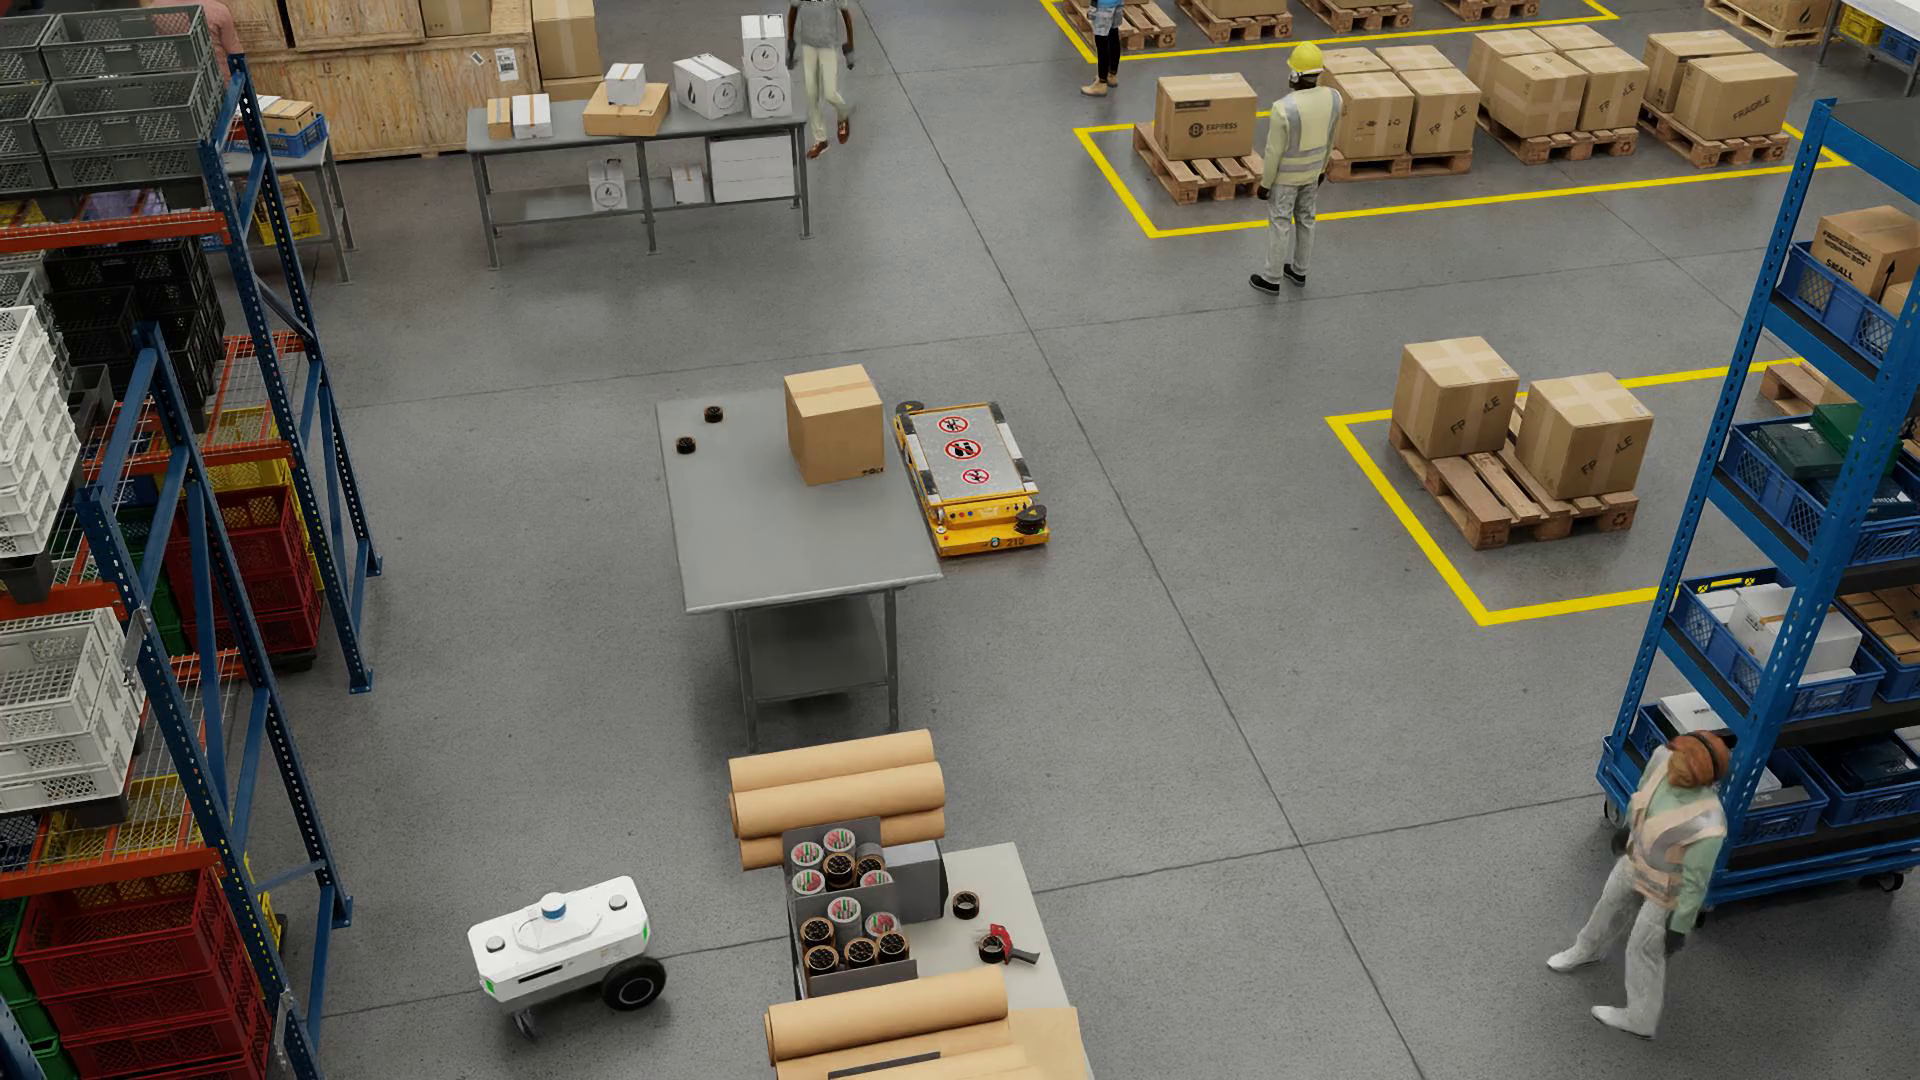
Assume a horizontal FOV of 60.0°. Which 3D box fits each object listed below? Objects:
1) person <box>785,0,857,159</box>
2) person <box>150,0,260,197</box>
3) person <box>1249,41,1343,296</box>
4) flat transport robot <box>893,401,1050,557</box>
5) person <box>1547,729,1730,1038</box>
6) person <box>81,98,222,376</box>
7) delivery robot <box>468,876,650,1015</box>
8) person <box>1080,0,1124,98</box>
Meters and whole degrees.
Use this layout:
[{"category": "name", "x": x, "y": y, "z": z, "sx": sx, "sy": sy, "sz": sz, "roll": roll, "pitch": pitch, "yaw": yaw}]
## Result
[{"category": "person", "x": -1.133, "y": -4.067, "z": 13.691, "sx": 0.576, "sy": 1.837, "sz": 0.522, "roll": 13, "pitch": 39, "yaw": 17}, {"category": "person", "x": -5.867, "y": -3.609, "z": 13.033, "sx": 0.645, "sy": 1.900, "sz": 0.397, "roll": 1, "pitch": 37, "yaw": 2}, {"category": "person", "x": 2.352, "y": -2.612, "z": 11.741, "sx": 0.586, "sy": 1.833, "sz": 0.403, "roll": -19, "pitch": 41, "yaw": -24}, {"category": "flat transport robot", "x": 0.046, "y": -0.430, "z": 10.108, "sx": 0.652, "sy": 0.197, "sz": 1.431, "roll": -8, "pitch": 37, "yaw": -10}, {"category": "person", "x": 2.759, "y": 1.343, "z": 6.606, "sx": 0.355, "sy": 1.620, "sz": 0.575, "roll": 0, "pitch": 37, "yaw": -1}, {"category": "person", "x": -5.278, "y": -1.903, "z": 10.702, "sx": 0.635, "sy": 1.937, "sz": 0.353, "roll": 17, "pitch": 40, "yaw": 22}, {"category": "delivery robot", "x": -1.674, "y": 1.676, "z": 6.967, "sx": 0.707, "sy": 0.478, "sz": 0.477, "roll": -16, "pitch": 39, "yaw": -20}, {"category": "person", "x": 1.296, "y": -4.815, "z": 14.816, "sx": 0.318, "sy": 1.697, "sz": 0.533, "roll": 18, "pitch": 40, "yaw": 23}]
